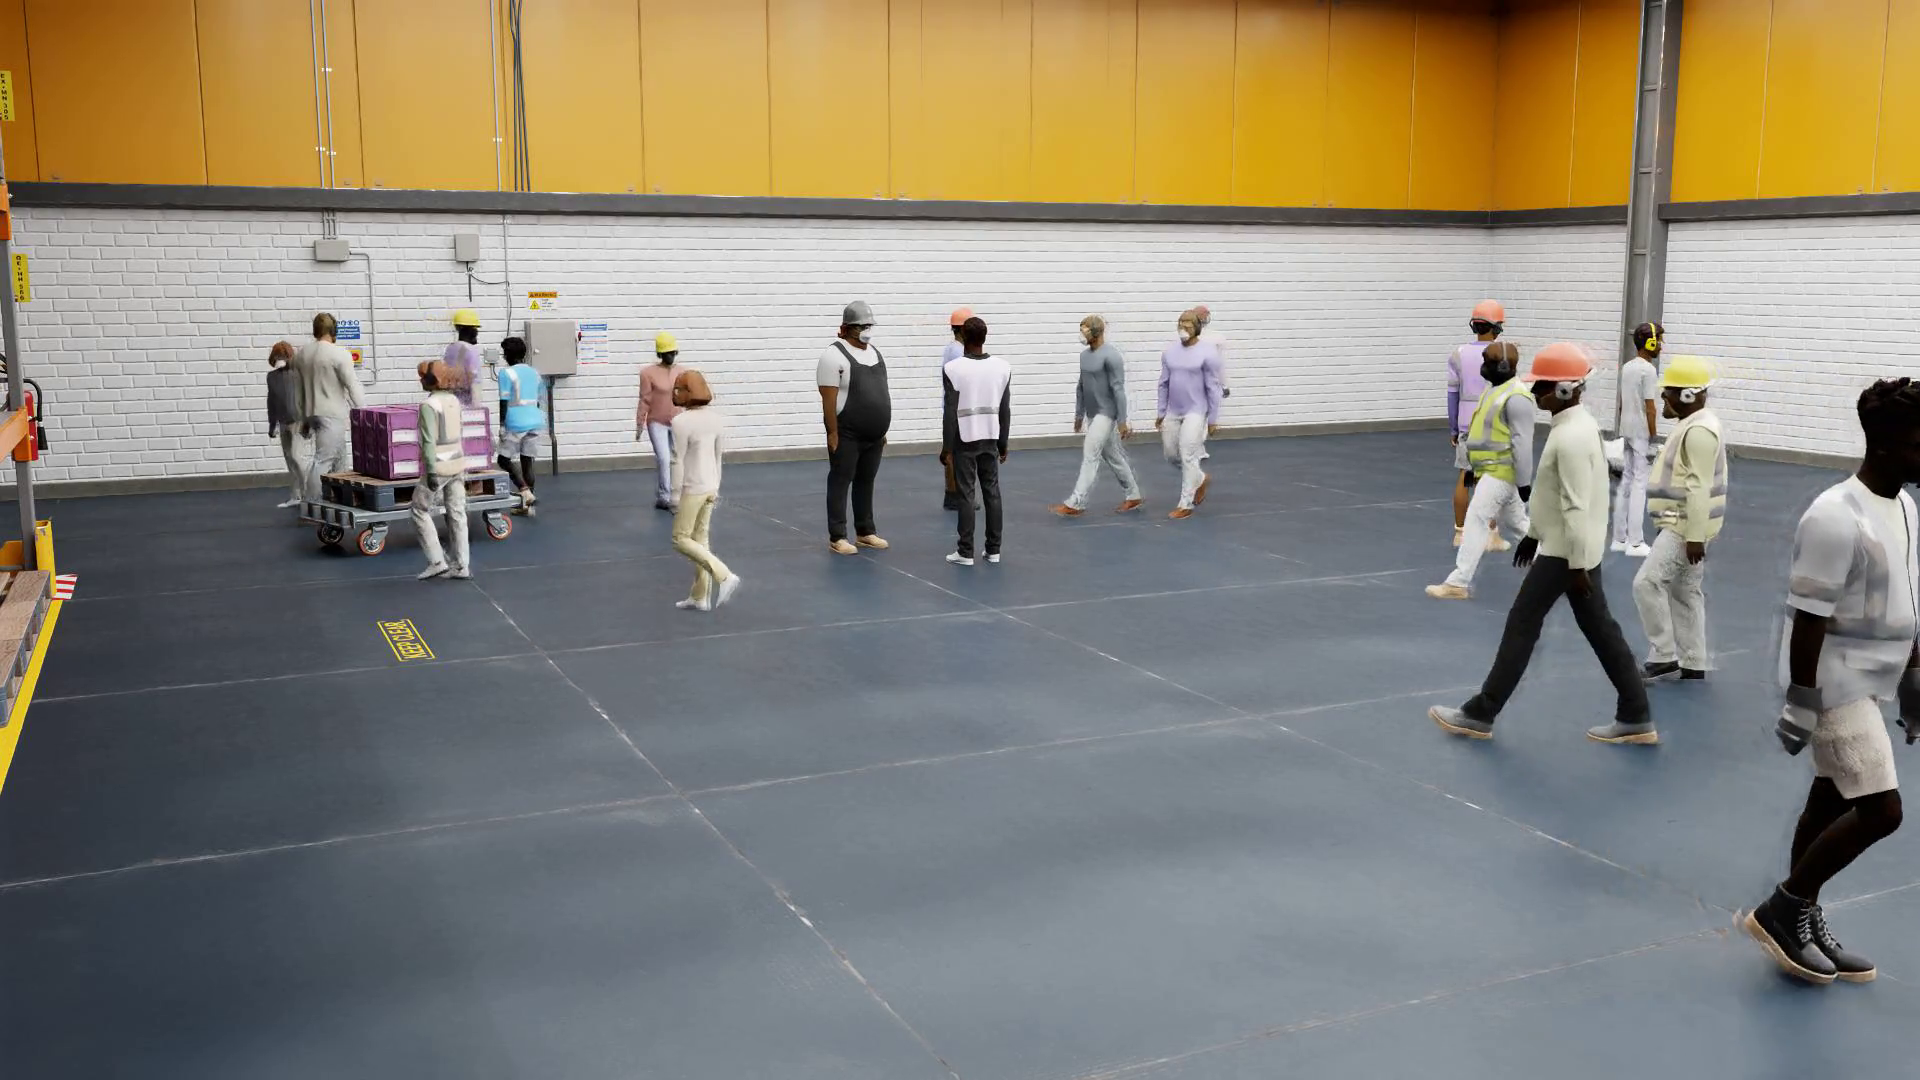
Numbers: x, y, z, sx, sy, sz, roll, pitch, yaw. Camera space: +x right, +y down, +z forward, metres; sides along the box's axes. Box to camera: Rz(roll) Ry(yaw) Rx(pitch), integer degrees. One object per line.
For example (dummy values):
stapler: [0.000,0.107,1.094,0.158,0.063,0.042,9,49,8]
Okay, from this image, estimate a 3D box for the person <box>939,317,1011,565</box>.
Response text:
person: [0.125,-0.763,12.897,0.597,1.917,0.379,-5,10,-29]

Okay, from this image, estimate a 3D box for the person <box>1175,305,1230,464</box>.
person: [2.852,-1.850,19.751,0.638,1.881,0.858,6,11,32]

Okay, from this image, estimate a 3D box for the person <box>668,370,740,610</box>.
person: [-1.696,-0.309,10.989,0.487,1.620,0.511,4,10,24]

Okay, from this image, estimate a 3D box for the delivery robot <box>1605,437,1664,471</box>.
delivery robot: [7.247,-0.945,17.955,0.477,0.478,0.707,-7,11,-35]

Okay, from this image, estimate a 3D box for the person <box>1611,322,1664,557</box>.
person: [5.449,-0.798,13.293,0.328,1.864,0.509,-1,9,-5]

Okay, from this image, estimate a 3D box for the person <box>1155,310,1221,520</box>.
person: [2.143,-1.157,15.328,0.666,1.924,0.632,-9,13,-44]

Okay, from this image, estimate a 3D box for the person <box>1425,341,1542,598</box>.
person: [3.778,-0.477,11.520,0.957,1.803,0.621,1,9,6]

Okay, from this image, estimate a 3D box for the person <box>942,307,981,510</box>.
person: [0.022,-1.251,15.868,0.371,1.935,0.551,-2,9,-10]

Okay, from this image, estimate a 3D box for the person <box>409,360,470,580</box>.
person: [-3.832,-0.503,12.173,0.476,1.622,0.537,2,9,14]

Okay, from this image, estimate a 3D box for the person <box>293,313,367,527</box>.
person: [-5.603,-1.095,15.025,0.646,1.886,1.009,6,11,33]

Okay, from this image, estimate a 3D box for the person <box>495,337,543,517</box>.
person: [-4.062,-1.039,15.354,0.413,1.669,0.569,5,11,30]

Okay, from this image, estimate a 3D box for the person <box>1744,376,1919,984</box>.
person: [2.828,0.456,5.237,0.444,1.943,0.595,8,12,41]

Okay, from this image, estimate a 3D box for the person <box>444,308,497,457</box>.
person: [-4.739,-1.272,16.066,0.426,1.909,0.627,-9,13,-43]

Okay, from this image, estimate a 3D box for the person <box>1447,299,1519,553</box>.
person: [4.237,-0.918,13.461,0.608,2.048,0.365,9,13,44]

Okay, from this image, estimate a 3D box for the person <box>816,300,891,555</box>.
person: [-0.802,-0.914,13.454,0.536,2.000,0.681,8,12,40]

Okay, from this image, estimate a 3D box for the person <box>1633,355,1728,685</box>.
person: [3.871,-0.094,9.074,0.566,1.810,0.618,4,10,21]

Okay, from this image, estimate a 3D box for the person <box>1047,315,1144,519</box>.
person: [1.304,-1.139,15.385,1.056,1.879,0.659,-4,10,-23]

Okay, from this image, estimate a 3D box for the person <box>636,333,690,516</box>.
person: [-2.693,-1.067,15.426,0.594,1.694,0.918,-7,11,-36]

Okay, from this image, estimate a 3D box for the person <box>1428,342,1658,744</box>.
person: [2.872,0.029,7.945,1.045,1.941,0.629,4,10,25]

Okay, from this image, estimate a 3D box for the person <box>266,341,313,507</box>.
person: [-6.343,-1.084,15.836,0.586,1.616,0.435,4,10,23]
